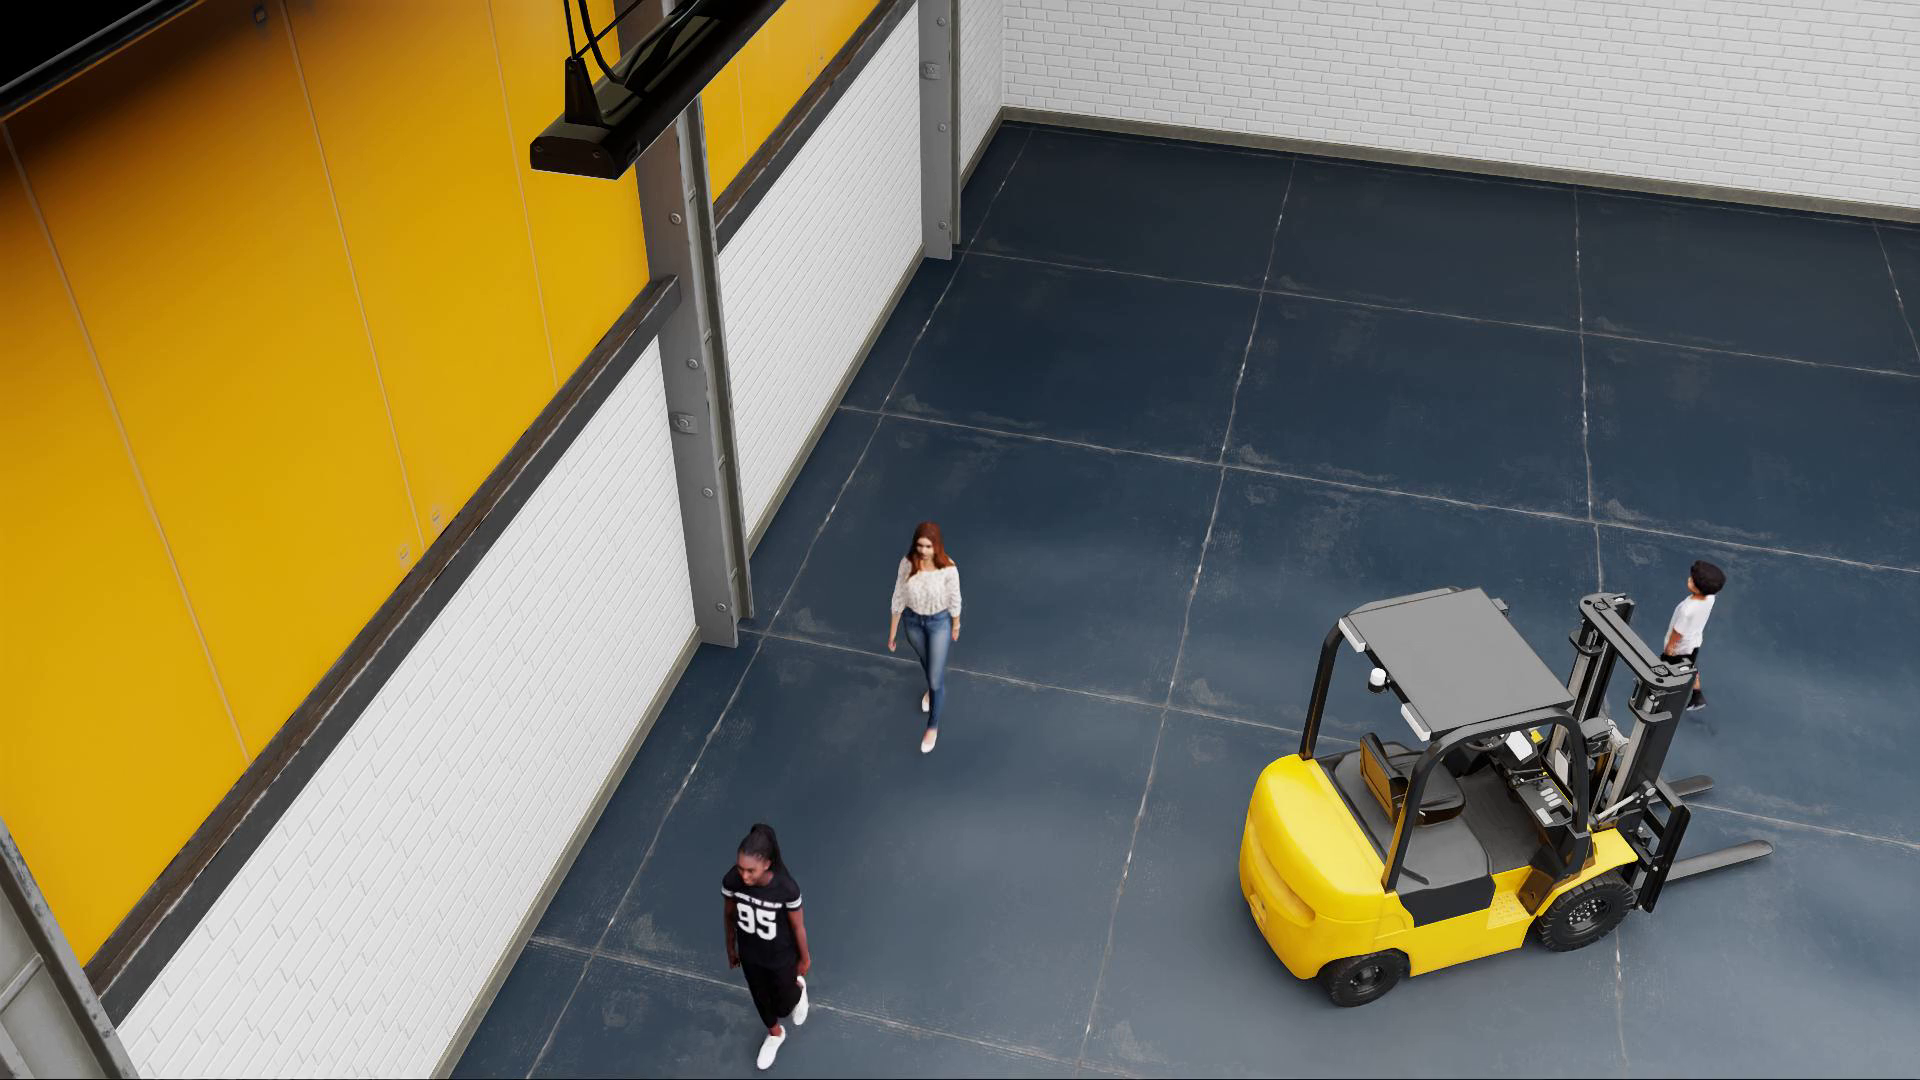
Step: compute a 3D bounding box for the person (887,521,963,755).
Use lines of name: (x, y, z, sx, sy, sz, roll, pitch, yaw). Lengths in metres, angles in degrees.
person: (-0.194, 0.506, 11.223, 0.647, 1.703, 0.942, 14, 41, 17)

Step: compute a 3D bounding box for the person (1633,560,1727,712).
person: (5.006, 0.681, 11.366, 0.757, 1.250, 0.814, -21, 43, -24)

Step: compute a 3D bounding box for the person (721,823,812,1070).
person: (-1.018, 2.185, 9.110, 0.622, 1.717, 0.728, 11, 40, 13)
